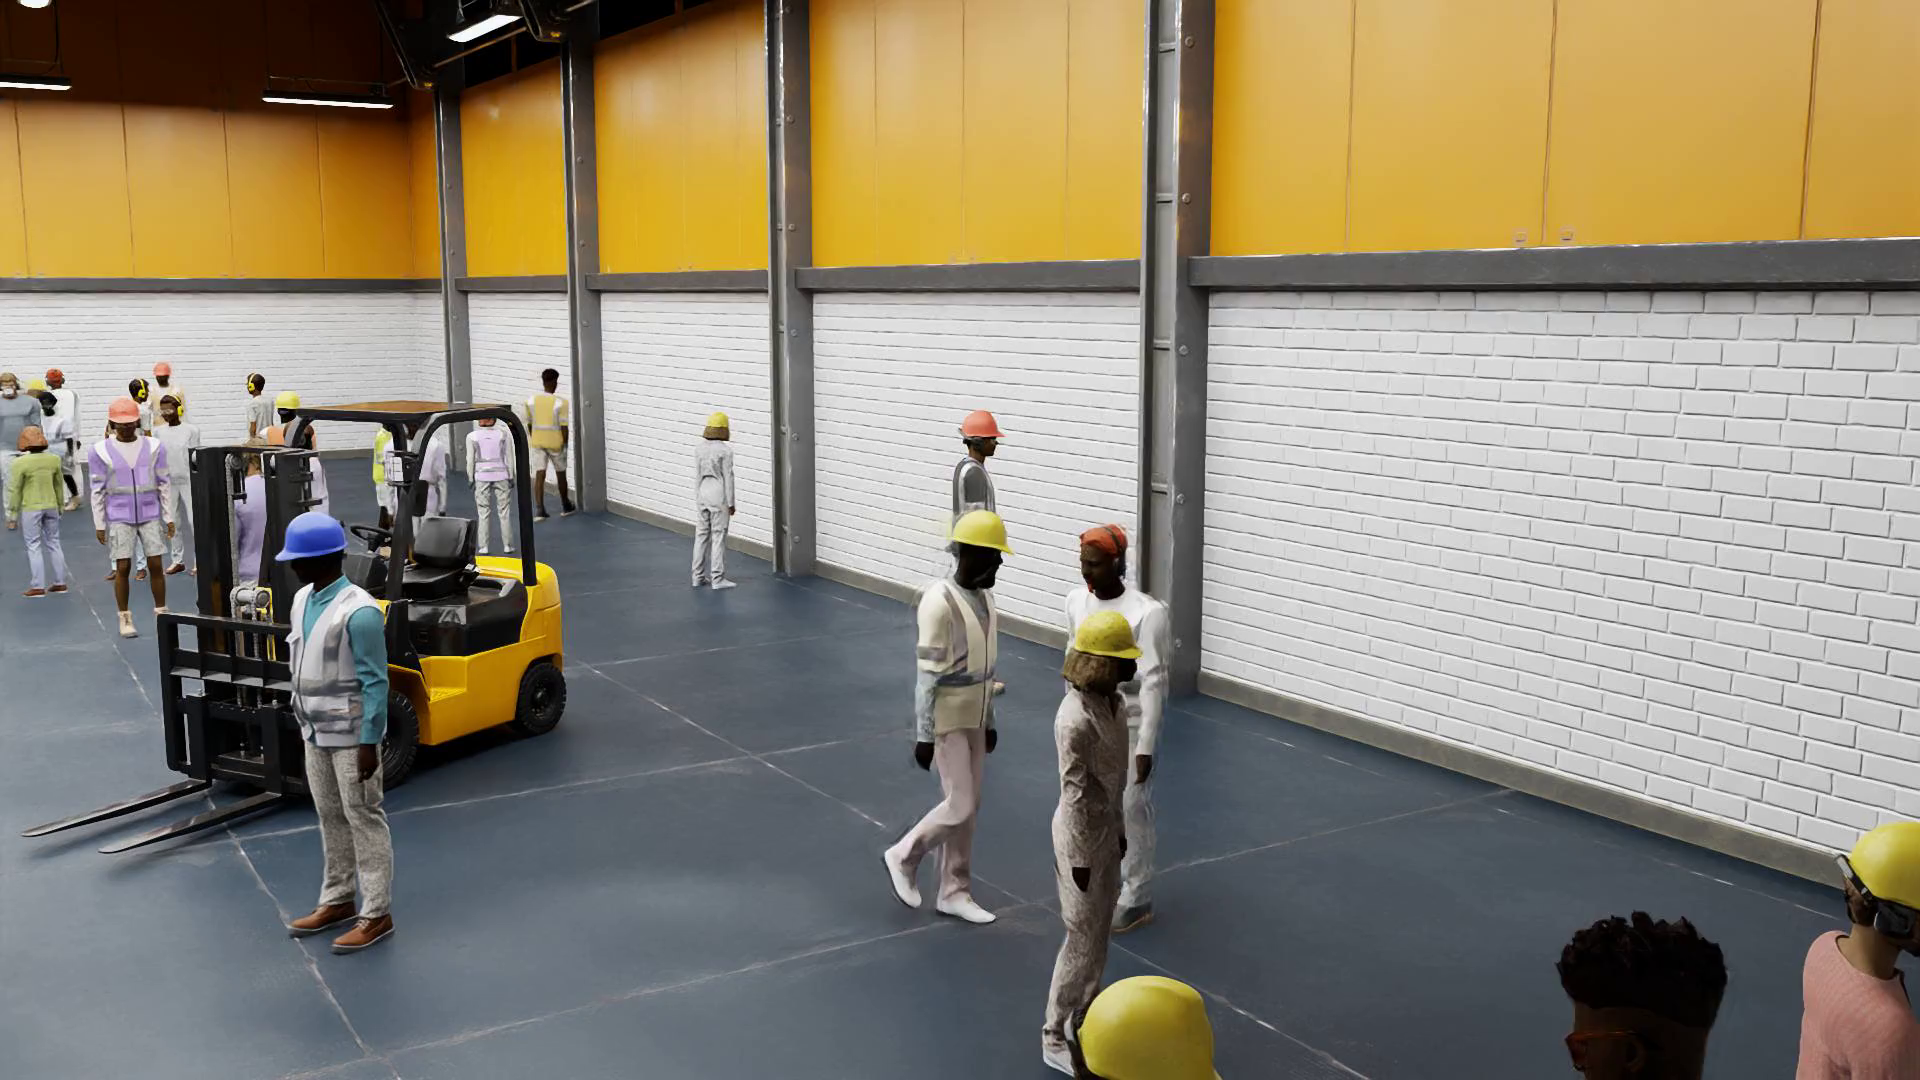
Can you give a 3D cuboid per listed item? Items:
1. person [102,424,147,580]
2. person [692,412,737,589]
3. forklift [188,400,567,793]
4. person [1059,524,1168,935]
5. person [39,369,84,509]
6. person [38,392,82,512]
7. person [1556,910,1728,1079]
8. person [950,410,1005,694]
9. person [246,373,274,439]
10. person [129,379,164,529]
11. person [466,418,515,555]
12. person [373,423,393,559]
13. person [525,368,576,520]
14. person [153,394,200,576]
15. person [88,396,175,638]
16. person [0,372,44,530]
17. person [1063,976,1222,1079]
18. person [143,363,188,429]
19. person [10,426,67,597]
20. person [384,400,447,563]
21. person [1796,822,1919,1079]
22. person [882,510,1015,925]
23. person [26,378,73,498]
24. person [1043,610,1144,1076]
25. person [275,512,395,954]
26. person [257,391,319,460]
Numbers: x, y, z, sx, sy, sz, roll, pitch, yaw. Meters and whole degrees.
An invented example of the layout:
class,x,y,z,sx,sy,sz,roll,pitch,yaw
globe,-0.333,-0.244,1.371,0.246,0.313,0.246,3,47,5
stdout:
class,x,y,z,sx,sy,sz,roll,pitch,yaw
person,-8.398,-0.405,16.697,0.508,1.632,0.265,0,8,-1
person,-2.393,-0.392,16.310,0.494,1.729,0.384,6,10,36
forklift,-3.529,0.258,10.348,1.214,2.155,2.313,4,9,25
person,0.668,0.853,7.431,0.614,1.865,0.474,8,11,42
person,-11.999,-1.346,22.209,0.358,1.881,0.574,4,9,22
person,-11.711,-1.128,21.604,0.536,1.633,0.922,-1,8,-6
person,1.160,1.558,2.517,0.393,1.919,0.808,-1,8,-5
person,0.128,0.083,12.031,0.391,2.045,0.608,-1,9,-8
person,-8.926,-1.189,21.192,0.317,1.870,0.531,2,9,11
person,-9.897,-1.013,20.074,0.524,1.854,0.333,4,9,25
person,-5.163,-0.648,18.327,0.513,1.638,0.313,-2,9,-15
person,-6.220,-0.645,18.104,0.318,1.695,0.539,-2,9,-15
person,-5.233,-1.229,21.257,0.611,1.928,0.868,1,8,6
person,-7.975,-0.560,16.996,0.510,1.861,0.324,1,8,4
person,-6.920,-0.188,13.928,0.614,2.029,0.409,-6,10,-35
person,-11.512,-1.079,20.269,0.639,1.925,0.373,-5,10,-32
person,0.280,1.589,2.844,0.326,1.761,0.523,2,9,16
person,-11.596,-1.649,24.289,0.549,1.882,1.026,1,8,3
person,-8.766,-0.271,15.812,0.298,1.629,0.508,4,10,27
person,-5.000,-0.336,15.284,0.556,1.922,0.576,-4,10,-28
person,1.996,1.467,3.684,0.344,1.756,0.532,2,9,13
person,-0.030,0.810,7.598,0.509,1.903,0.630,5,10,29
person,-12.683,-1.378,23.016,0.862,1.697,0.479,0,8,-1
person,0.513,1.109,6.175,0.332,1.733,0.485,4,9,23
person,-2.739,0.836,7.308,0.606,1.940,0.409,7,11,39
person,-6.550,-0.492,16.301,0.585,1.927,0.366,0,8,-1
